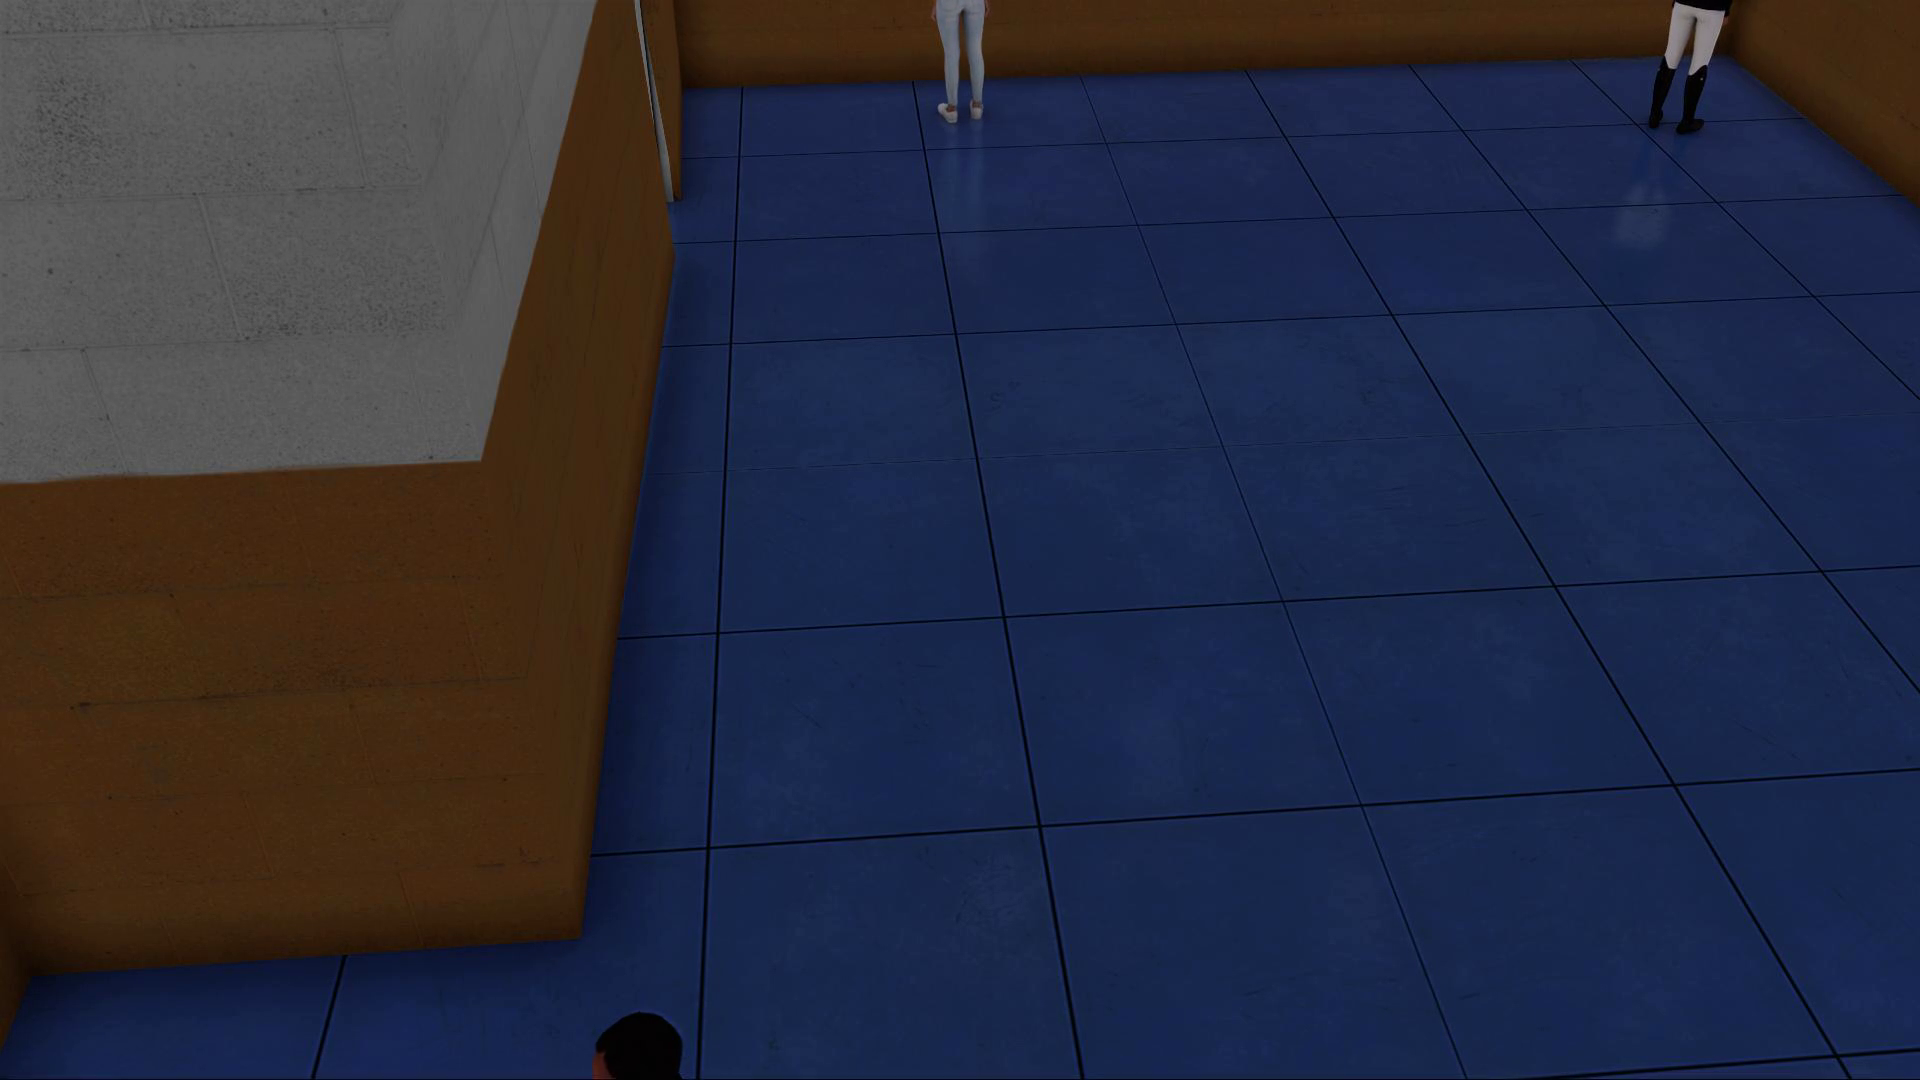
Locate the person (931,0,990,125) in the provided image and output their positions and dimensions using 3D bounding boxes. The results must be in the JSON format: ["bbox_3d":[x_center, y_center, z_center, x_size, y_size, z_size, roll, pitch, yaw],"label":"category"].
[{"bbox_3d":[0.002,-3.889,12.001,0.512,1.749,0.673,-8,38,-11],"label":"person"}]

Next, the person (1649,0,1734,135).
[{"bbox_3d":[5.261,-3.765,11.839,0.669,1.729,0.727,27,45,32],"label":"person"}]

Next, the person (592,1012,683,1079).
[{"bbox_3d":[-0.776,1.838,4.376,0.666,1.743,0.716,29,46,33],"label":"person"}]
